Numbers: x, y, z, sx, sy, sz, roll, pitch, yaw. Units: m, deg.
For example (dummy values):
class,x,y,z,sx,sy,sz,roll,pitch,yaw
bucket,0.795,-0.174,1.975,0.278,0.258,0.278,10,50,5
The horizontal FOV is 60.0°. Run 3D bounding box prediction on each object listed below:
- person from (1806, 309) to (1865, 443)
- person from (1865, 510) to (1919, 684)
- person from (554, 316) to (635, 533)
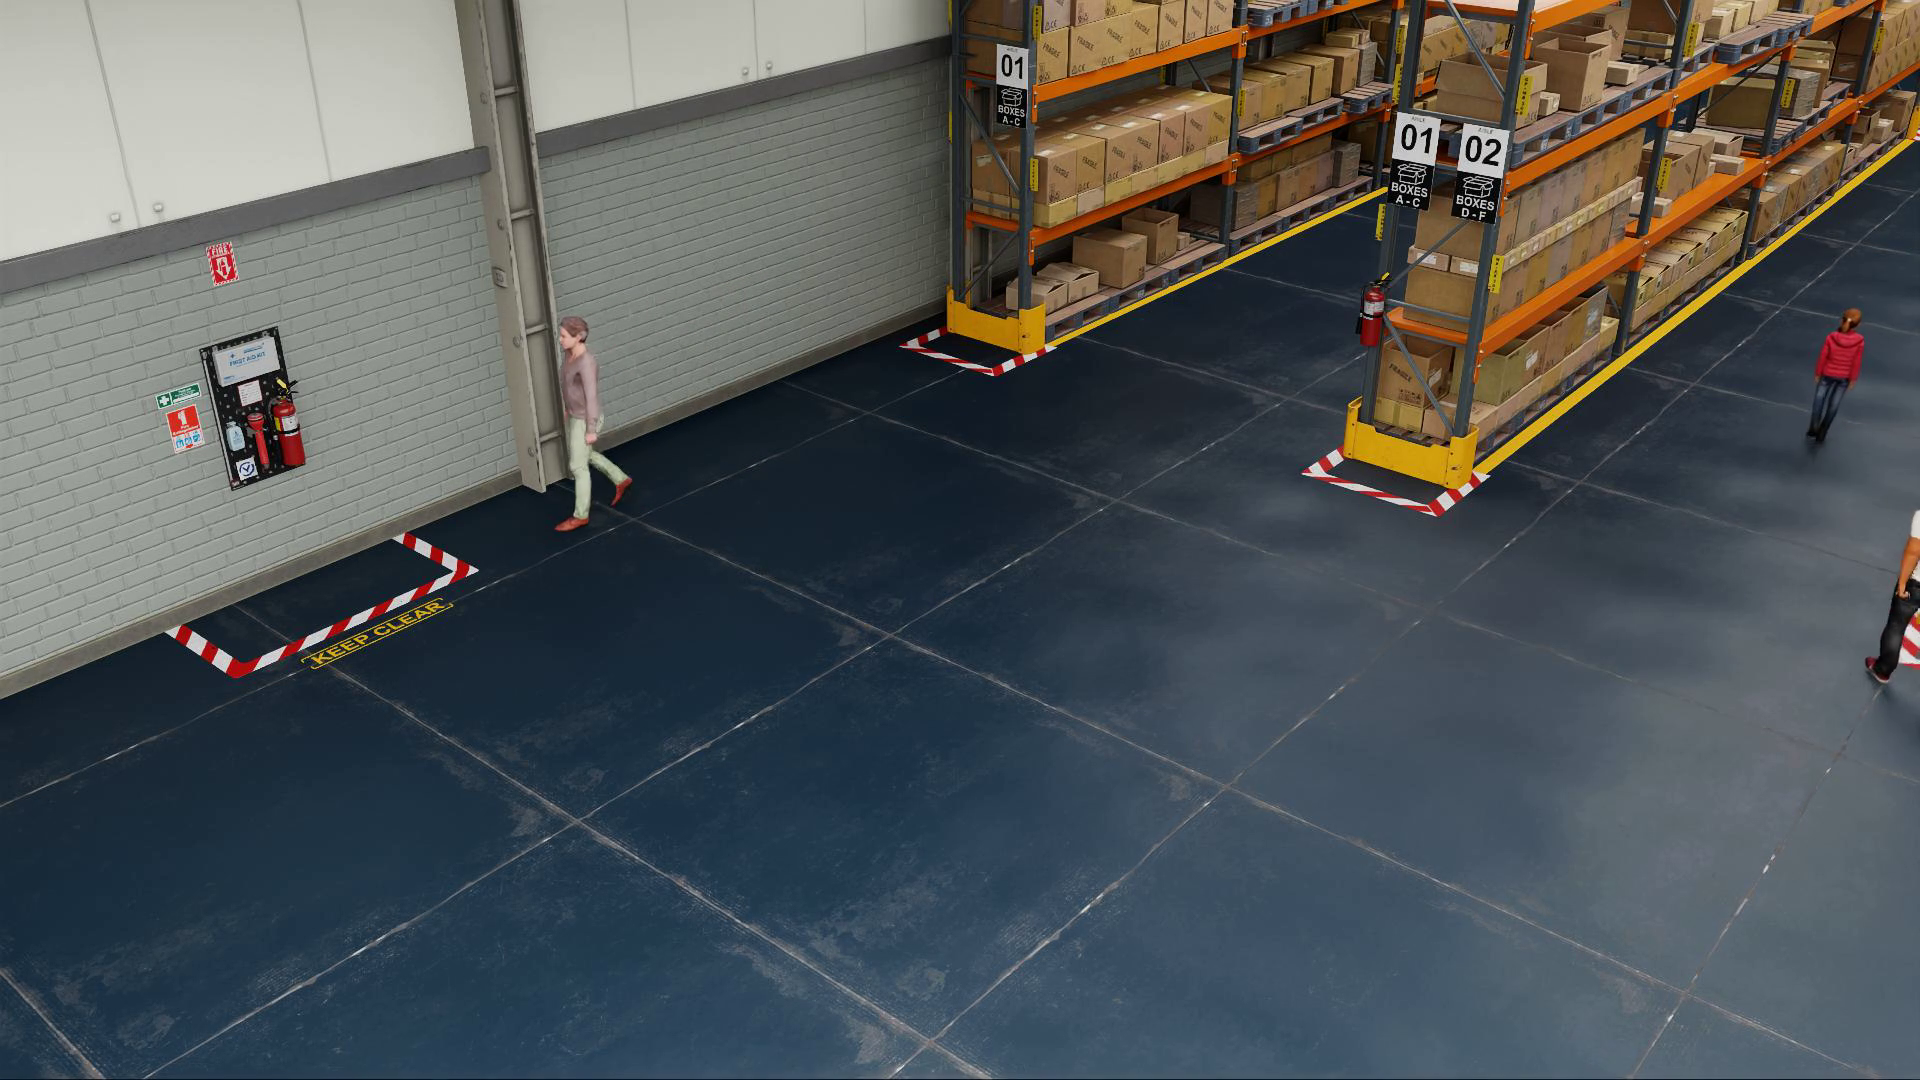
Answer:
class,x,y,z,sx,sy,sz,roll,pitch,yaw
person,8.168,-1.508,15.512,0.572,1.309,0.656,14,31,25
person,6.784,0.333,11.549,1.025,1.784,1.153,1,28,2
person,-3.118,-1.023,14.018,1.132,1.855,0.942,-14,31,-24
